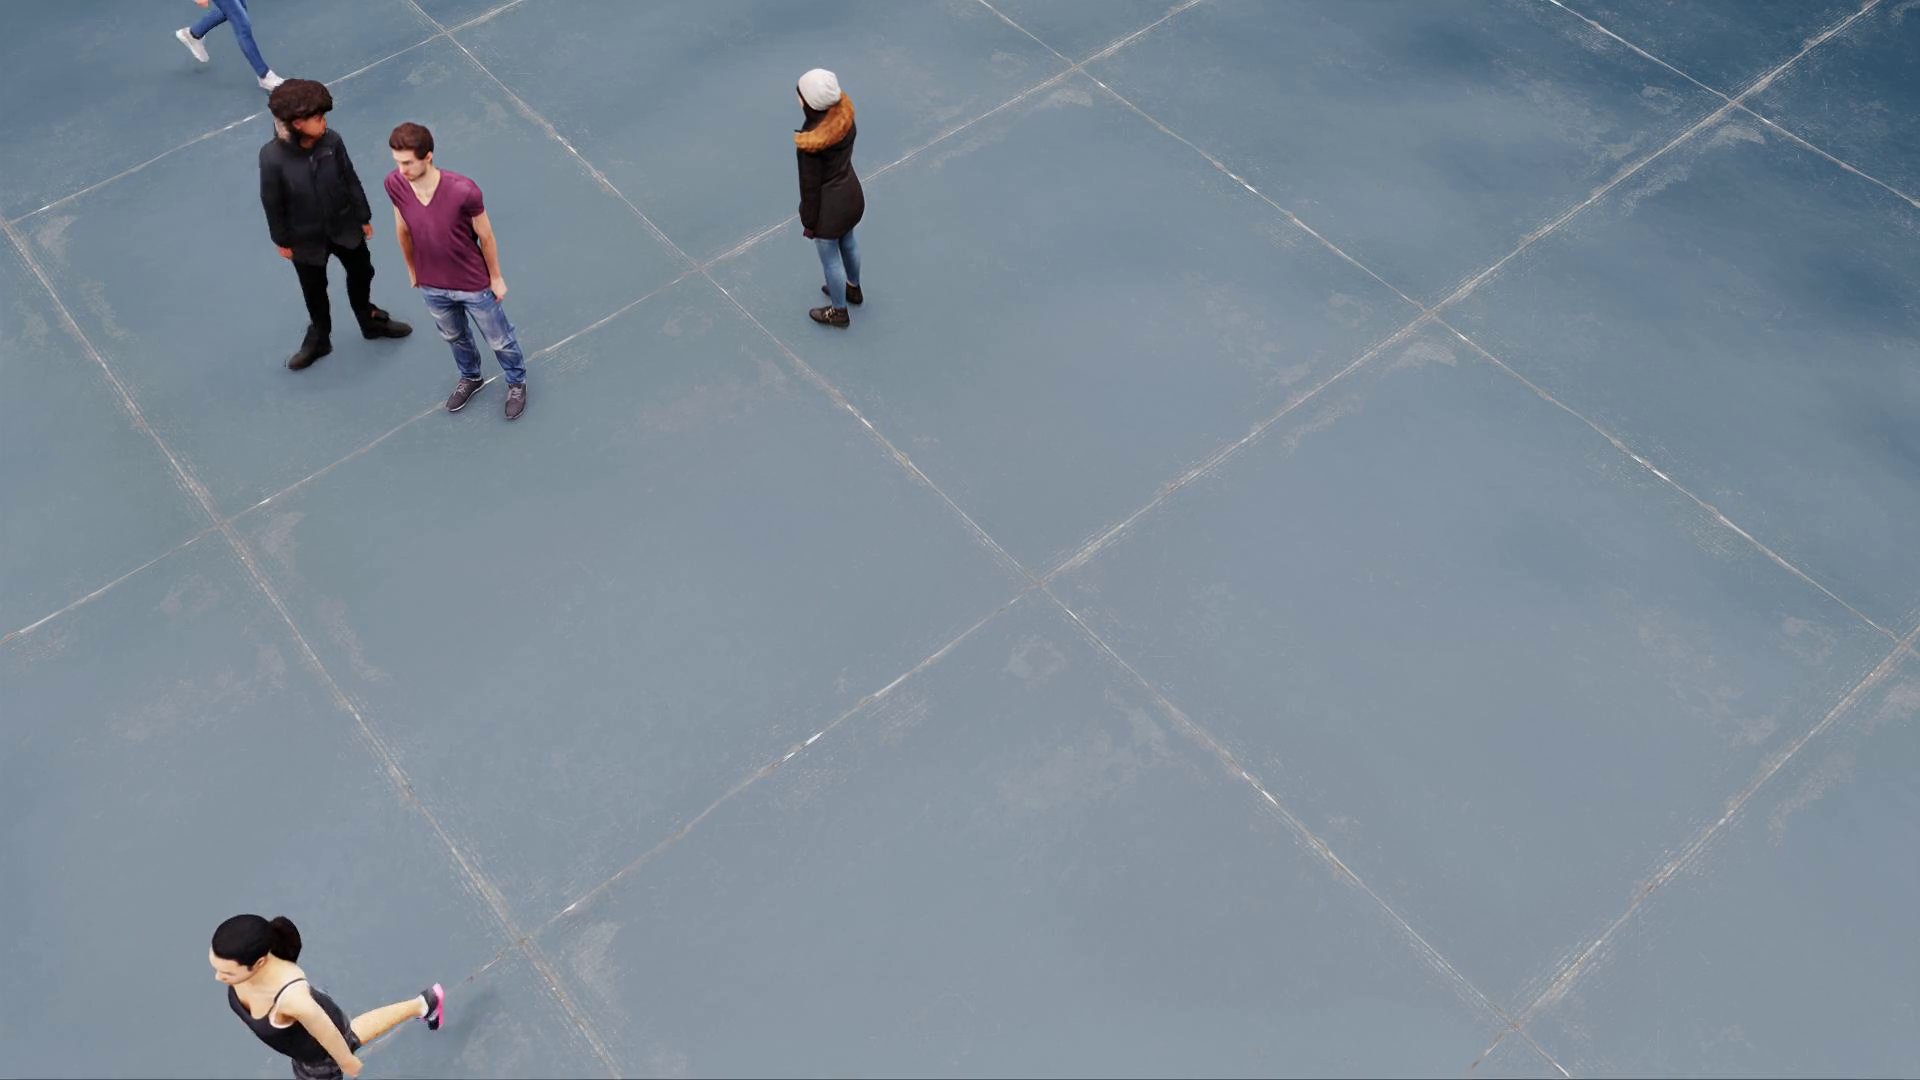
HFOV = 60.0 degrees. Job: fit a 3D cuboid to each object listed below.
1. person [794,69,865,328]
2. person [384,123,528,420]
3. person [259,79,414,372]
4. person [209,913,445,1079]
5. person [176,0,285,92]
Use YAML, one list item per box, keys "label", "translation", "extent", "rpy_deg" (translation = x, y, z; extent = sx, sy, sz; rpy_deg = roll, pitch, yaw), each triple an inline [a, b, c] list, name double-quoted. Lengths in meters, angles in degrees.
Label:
- label: "person"
  translation: [-0.687, -1.835, 8.929]
  extent: [0.771, 1.634, 0.670]
  rpy_deg: [21, 55, 16]
- label: "person"
  translation: [-2.551, -1.356, 8.422]
  extent: [0.732, 1.851, 0.762]
  rpy_deg: [9, 53, 7]
- label: "person"
  translation: [-3.407, -1.630, 8.701]
  extent: [0.484, 1.745, 0.912]
  rpy_deg: [-25, 56, -18]
- label: "person"
  translation: [-2.304, 1.741, 6.115]
  extent: [0.718, 1.705, 1.043]
  rpy_deg: [30, 58, 21]
- label: "person"
  translation: [-4.663, -3.533, 10.187]
  extent: [0.990, 1.726, 0.994]
  rpy_deg: [11, 53, 8]
